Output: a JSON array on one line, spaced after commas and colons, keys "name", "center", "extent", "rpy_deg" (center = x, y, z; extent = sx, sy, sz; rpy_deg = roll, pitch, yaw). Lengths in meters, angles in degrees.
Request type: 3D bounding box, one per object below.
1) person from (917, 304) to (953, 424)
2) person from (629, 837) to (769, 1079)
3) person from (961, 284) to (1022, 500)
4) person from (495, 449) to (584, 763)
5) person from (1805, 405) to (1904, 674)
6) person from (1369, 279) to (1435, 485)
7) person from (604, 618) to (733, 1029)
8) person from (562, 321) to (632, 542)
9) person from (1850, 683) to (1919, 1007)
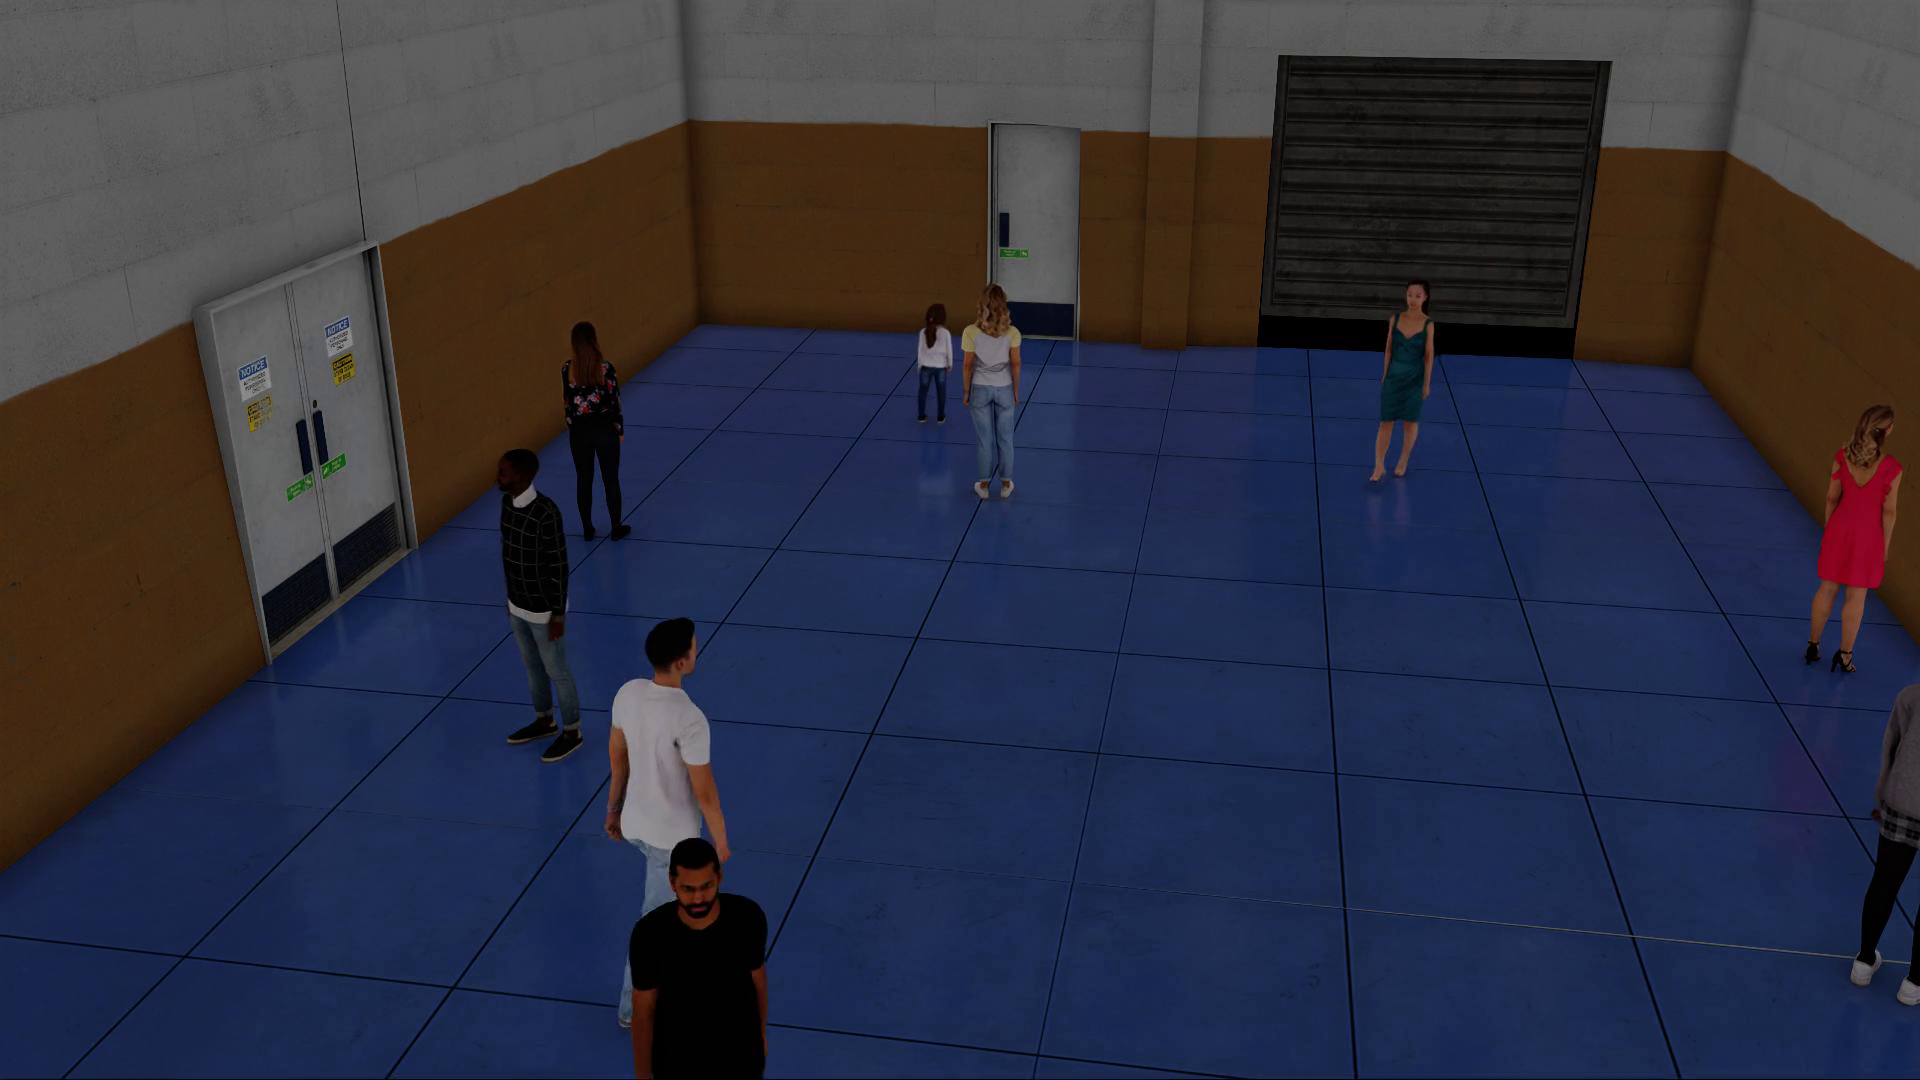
[{"name": "person", "center": [-0.230, -1.590, 15.026], "extent": [0.474, 1.107, 0.562], "rpy_deg": [0, 22, 0]}, {"name": "person", "center": [-0.908, 1.772, 5.846], "extent": [1.195, 1.713, 1.043], "rpy_deg": [-6, 23, -14]}, {"name": "person", "center": [0.255, -1.165, 13.121], "extent": [0.546, 1.722, 0.726], "rpy_deg": [-1, 22, -2]}, {"name": "person", "center": [-2.341, 0.338, 9.272], "extent": [0.693, 1.819, 0.804], "rpy_deg": [19, 29, 40]}, {"name": "person", "center": [5.515, -0.013, 10.266], "extent": [0.724, 1.728, 0.660], "rpy_deg": [-15, 27, -33]}, {"name": "person", "center": [3.656, -1.293, 13.539], "extent": [0.887, 1.664, 0.829], "rpy_deg": [13, 25, 29]}, {"name": "person", "center": [-1.327, 1.242, 7.022], "extent": [1.136, 1.818, 1.107], "rpy_deg": [18, 28, 38]}, {"name": "person", "center": [-2.705, -0.803, 12.297], "extent": [0.478, 1.680, 0.651], "rpy_deg": [1, 22, 3]}, {"name": "person", "center": [4.203, 1.188, 7.219], "extent": [0.758, 1.772, 0.667], "rpy_deg": [-19, 29, -39]}]
